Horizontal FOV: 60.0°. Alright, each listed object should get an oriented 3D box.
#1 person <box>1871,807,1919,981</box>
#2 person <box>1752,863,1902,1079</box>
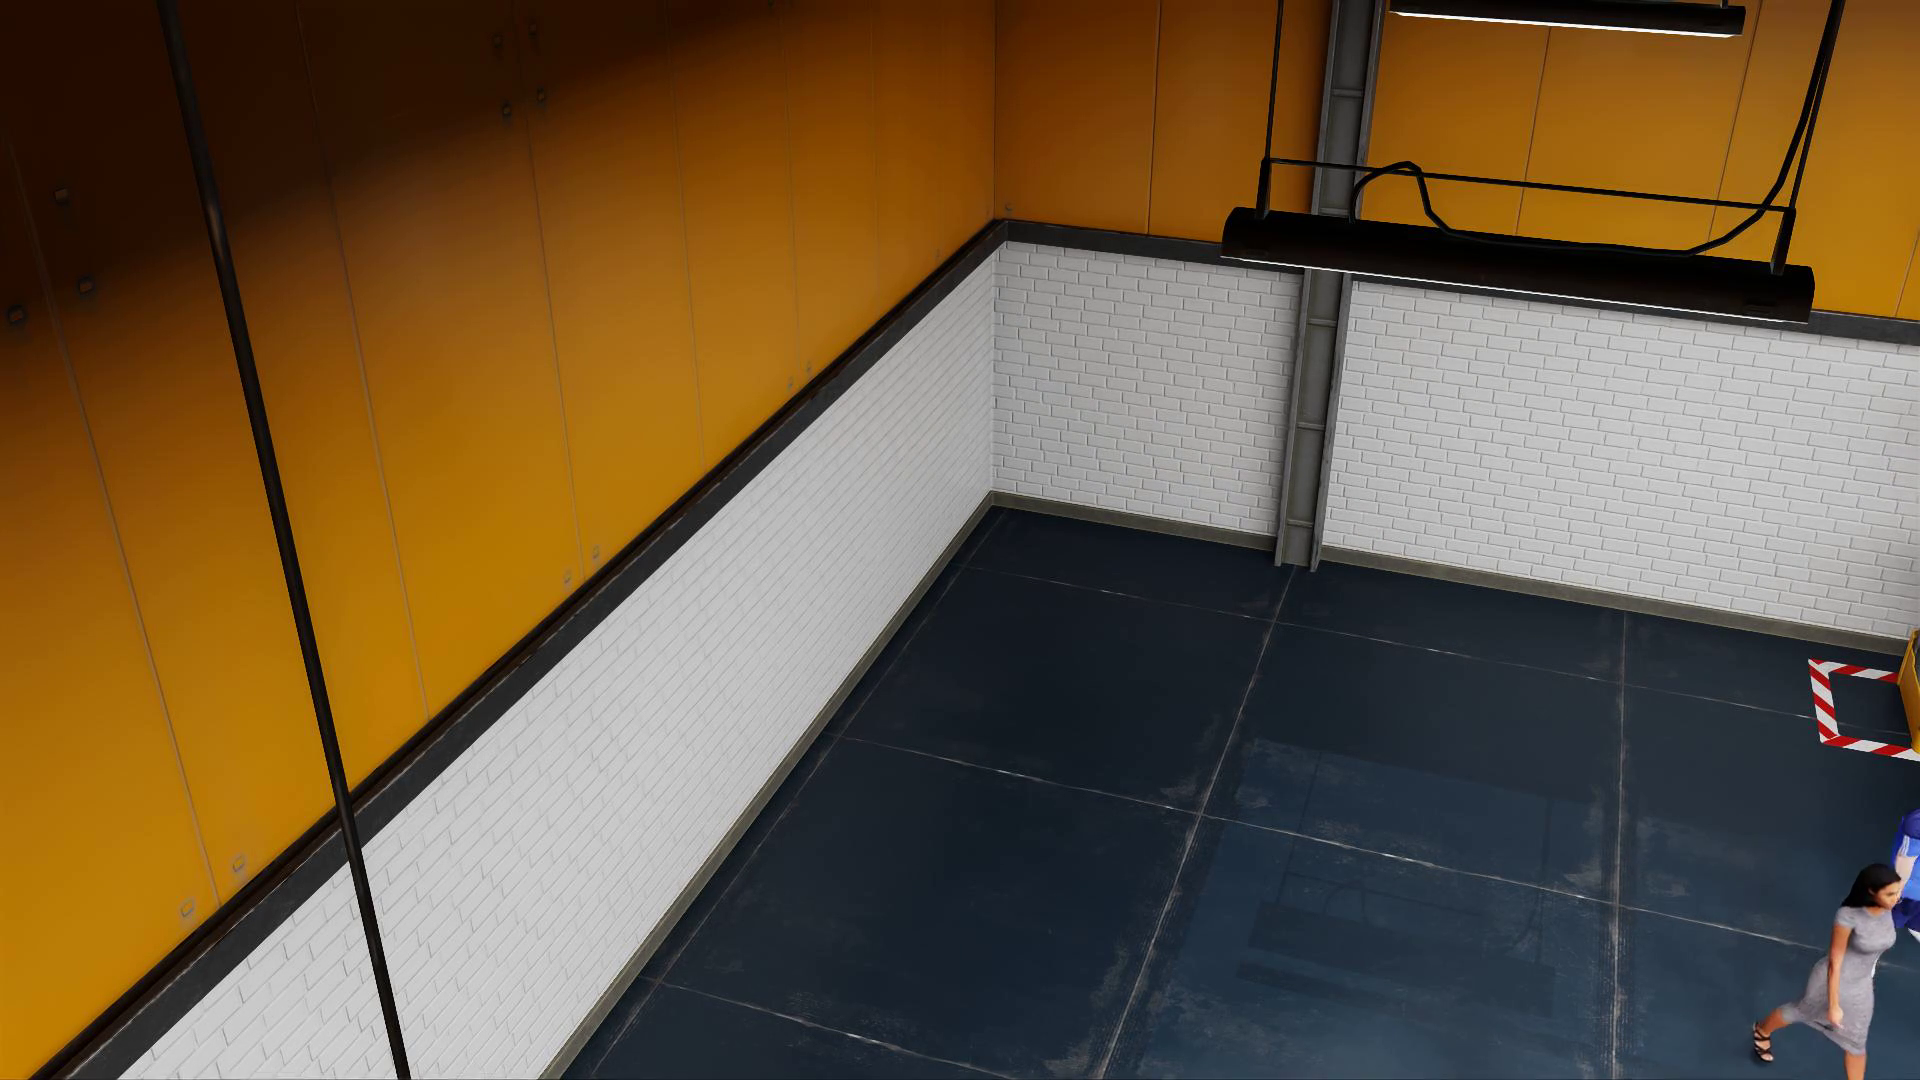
[{"bbox_3d":[6.121,2.219,10.536,1.100,1.818,1.135,-11,30,-19],"label":"person"},{"bbox_3d":[5.143,2.611,9.909,1.116,1.731,1.094,-9,30,-16],"label":"person"}]
